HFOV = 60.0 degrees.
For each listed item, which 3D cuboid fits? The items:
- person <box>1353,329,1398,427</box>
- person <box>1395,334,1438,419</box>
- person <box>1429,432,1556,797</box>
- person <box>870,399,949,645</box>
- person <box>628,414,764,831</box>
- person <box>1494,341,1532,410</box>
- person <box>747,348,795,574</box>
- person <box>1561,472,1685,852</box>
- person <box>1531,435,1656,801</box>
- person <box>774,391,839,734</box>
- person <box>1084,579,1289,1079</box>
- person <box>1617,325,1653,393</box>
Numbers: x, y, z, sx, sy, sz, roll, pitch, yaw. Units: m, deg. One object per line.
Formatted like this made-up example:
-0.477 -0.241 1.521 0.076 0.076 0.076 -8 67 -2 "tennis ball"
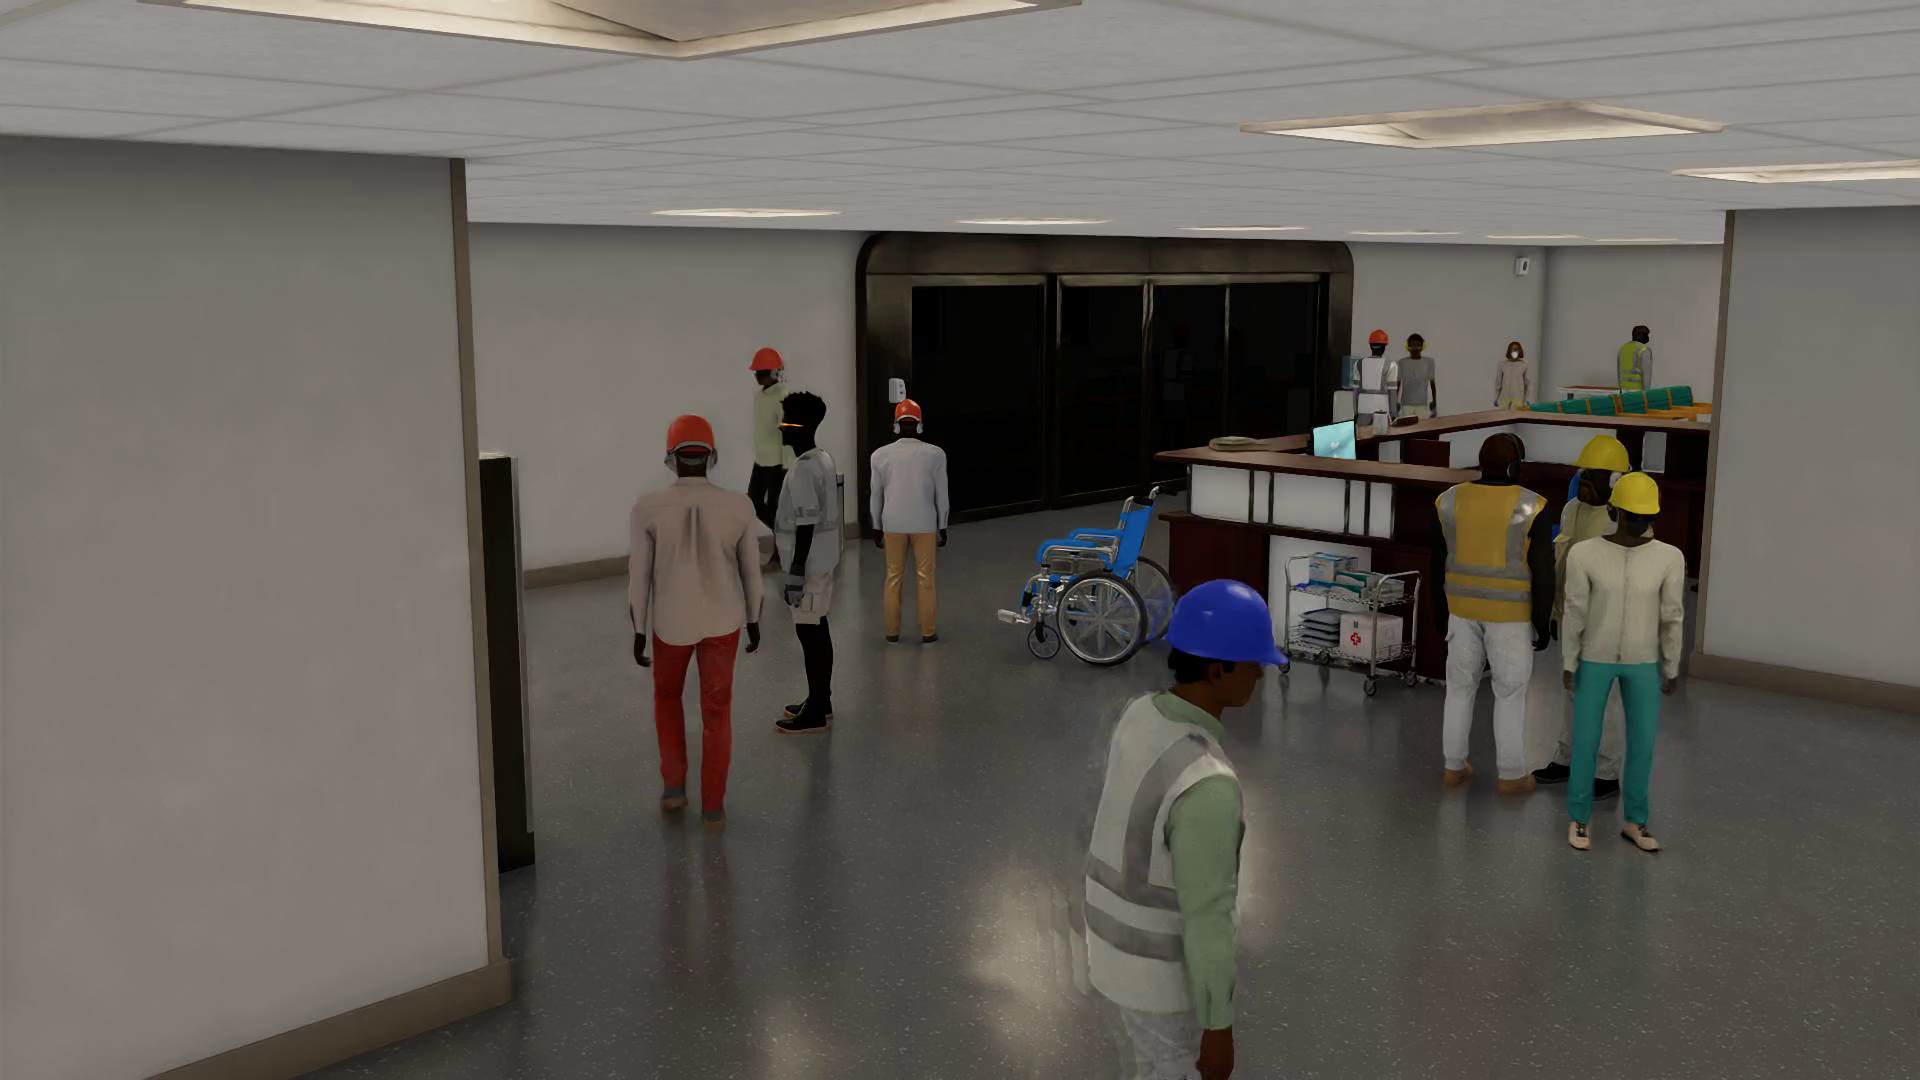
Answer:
5.021 -1.574 20.116 0.546 1.928 0.388 6 11 34 "person"
5.786 -1.697 21.118 0.576 1.843 0.449 2 9 13 "person"
2.703 0.372 8.442 0.634 1.841 0.429 7 12 38 "person"
-0.354 -0.124 11.777 0.564 1.743 0.351 1 9 5 "person"
-1.258 0.382 7.972 0.643 1.969 0.610 -2 9 -11 "person"
7.848 -2.002 23.630 0.508 1.632 0.273 6 11 32 "person"
-1.626 -0.687 14.499 0.464 1.978 0.634 -6 11 -33 "person"
3.005 0.558 7.563 0.527 1.758 0.348 1 9 9 "person"
3.180 0.385 8.375 0.403 1.837 0.591 -4 10 -21 "person"
-0.883 0.127 9.552 0.367 1.966 0.607 1 9 6 "person"
0.506 1.037 4.093 0.543 1.923 0.651 -1 9 -9 "person"
9.876 -2.214 24.304 0.429 1.839 0.633 -3 10 -17 "person"
